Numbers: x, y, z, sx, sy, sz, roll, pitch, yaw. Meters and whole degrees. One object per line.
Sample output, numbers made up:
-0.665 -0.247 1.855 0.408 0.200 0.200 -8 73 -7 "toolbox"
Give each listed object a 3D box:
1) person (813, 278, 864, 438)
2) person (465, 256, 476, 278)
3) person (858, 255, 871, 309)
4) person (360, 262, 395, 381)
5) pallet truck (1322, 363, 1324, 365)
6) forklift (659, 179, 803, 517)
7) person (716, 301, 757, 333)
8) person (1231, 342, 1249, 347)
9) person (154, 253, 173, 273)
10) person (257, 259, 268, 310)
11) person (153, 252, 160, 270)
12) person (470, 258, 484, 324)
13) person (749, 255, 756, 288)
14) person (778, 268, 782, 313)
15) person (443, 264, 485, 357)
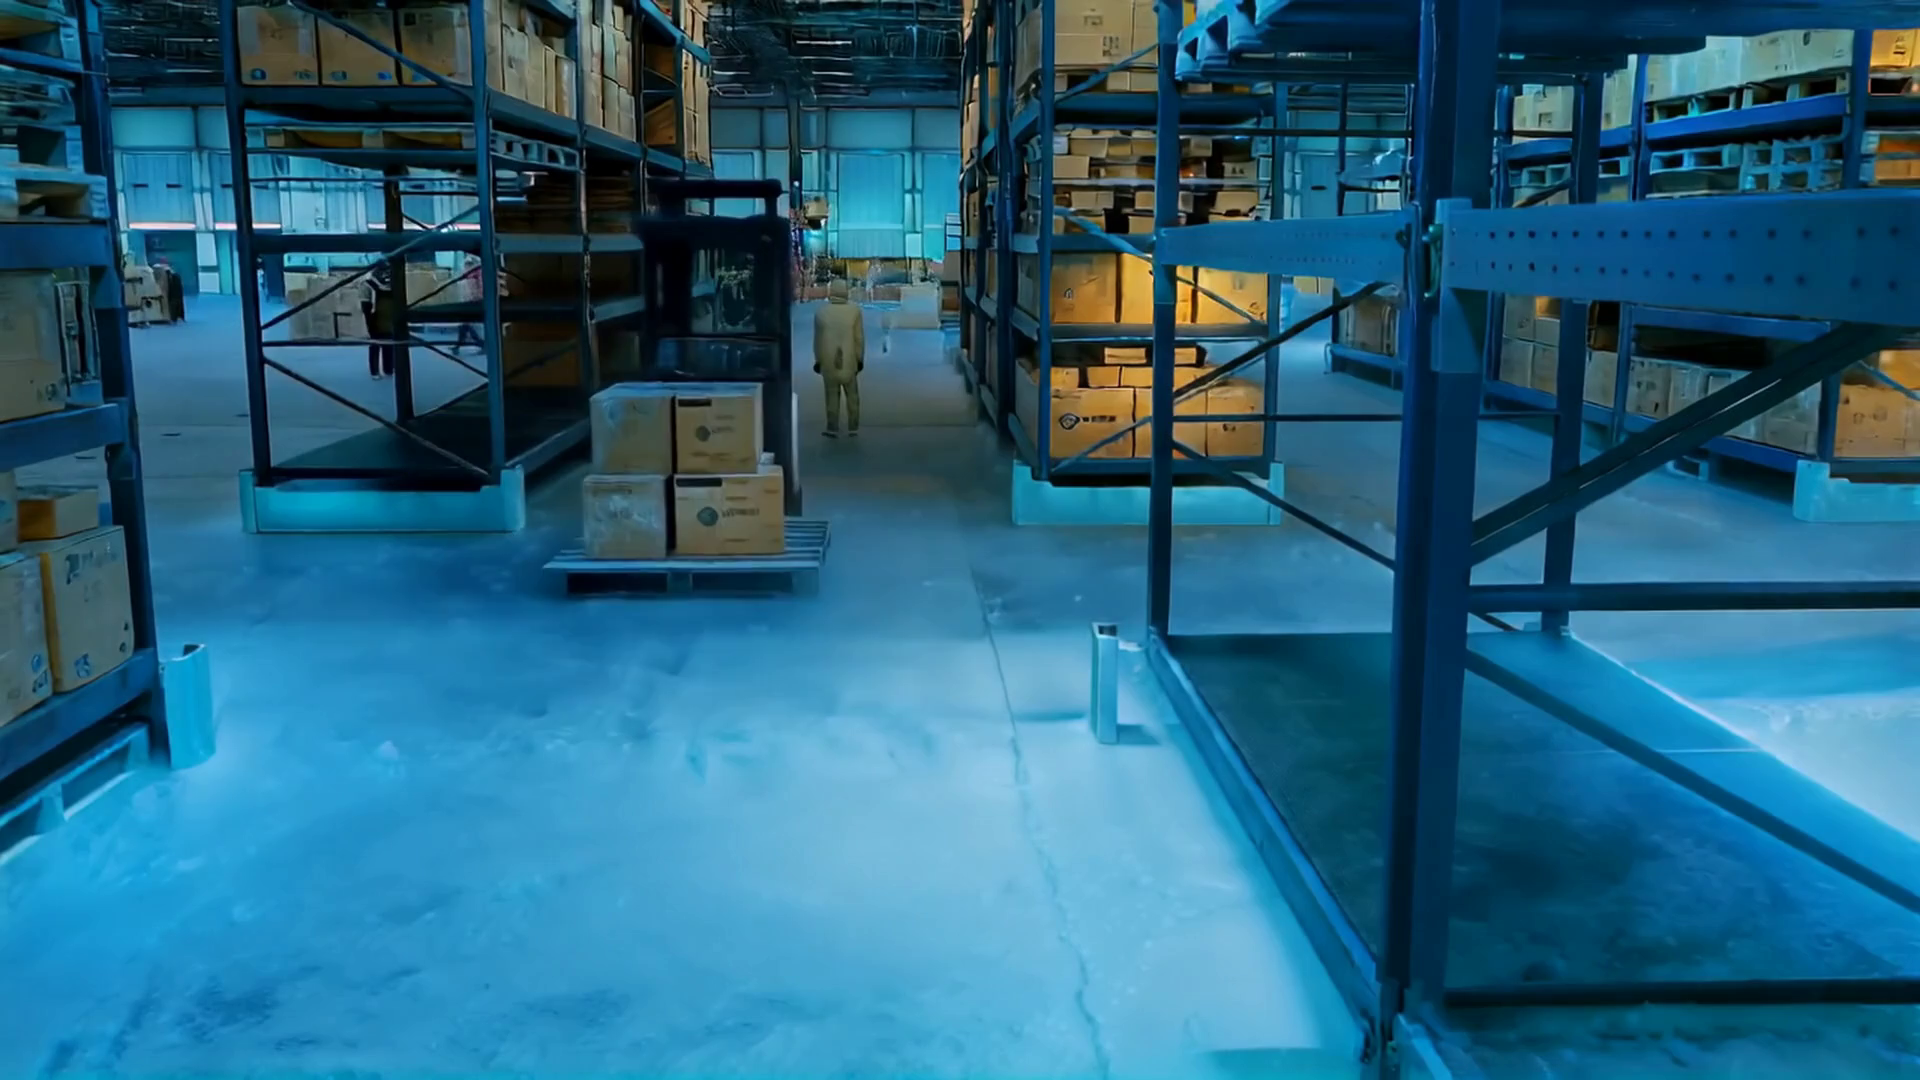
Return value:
-1.467 -2.179 19.974 0.652 1.906 0.402 -5 11 -27 "person"
-16.916 -8.928 57.755 0.625 1.844 0.429 4 11 22 "person"
-3.309 -8.931 57.621 0.452 1.896 0.679 -7 12 -33 "person"
-9.784 -3.735 28.266 0.535 2.000 0.684 6 12 29 "person"
7.712 -4.157 30.737 1.885 1.965 0.823 3 11 16 "pallet truck"
-1.867 -1.457 13.237 1.129 2.768 1.873 0 10 -2 "forklift"
-2.460 -1.790 18.386 0.535 1.697 0.322 -5 12 -28 "person"
6.249 -5.302 37.316 0.623 1.917 0.720 -9 14 -42 "person"
-29.282 -9.574 61.102 0.662 1.923 0.642 9 14 42 "person"
-24.182 -8.833 57.500 0.485 1.744 0.295 2 10 12 "person"
-31.789 -10.456 66.067 0.673 1.914 0.548 8 13 38 "person"
-13.713 -7.110 47.508 0.561 1.892 0.606 5 12 28 "person"
-7.671 -9.872 62.937 0.554 1.881 0.983 -5 12 -28 "person"
-5.985 -8.184 53.660 0.512 1.828 0.785 -10 14 -43 "person"
-10.184 -4.699 34.067 0.970 1.882 0.550 -8 13 -39 "person"
